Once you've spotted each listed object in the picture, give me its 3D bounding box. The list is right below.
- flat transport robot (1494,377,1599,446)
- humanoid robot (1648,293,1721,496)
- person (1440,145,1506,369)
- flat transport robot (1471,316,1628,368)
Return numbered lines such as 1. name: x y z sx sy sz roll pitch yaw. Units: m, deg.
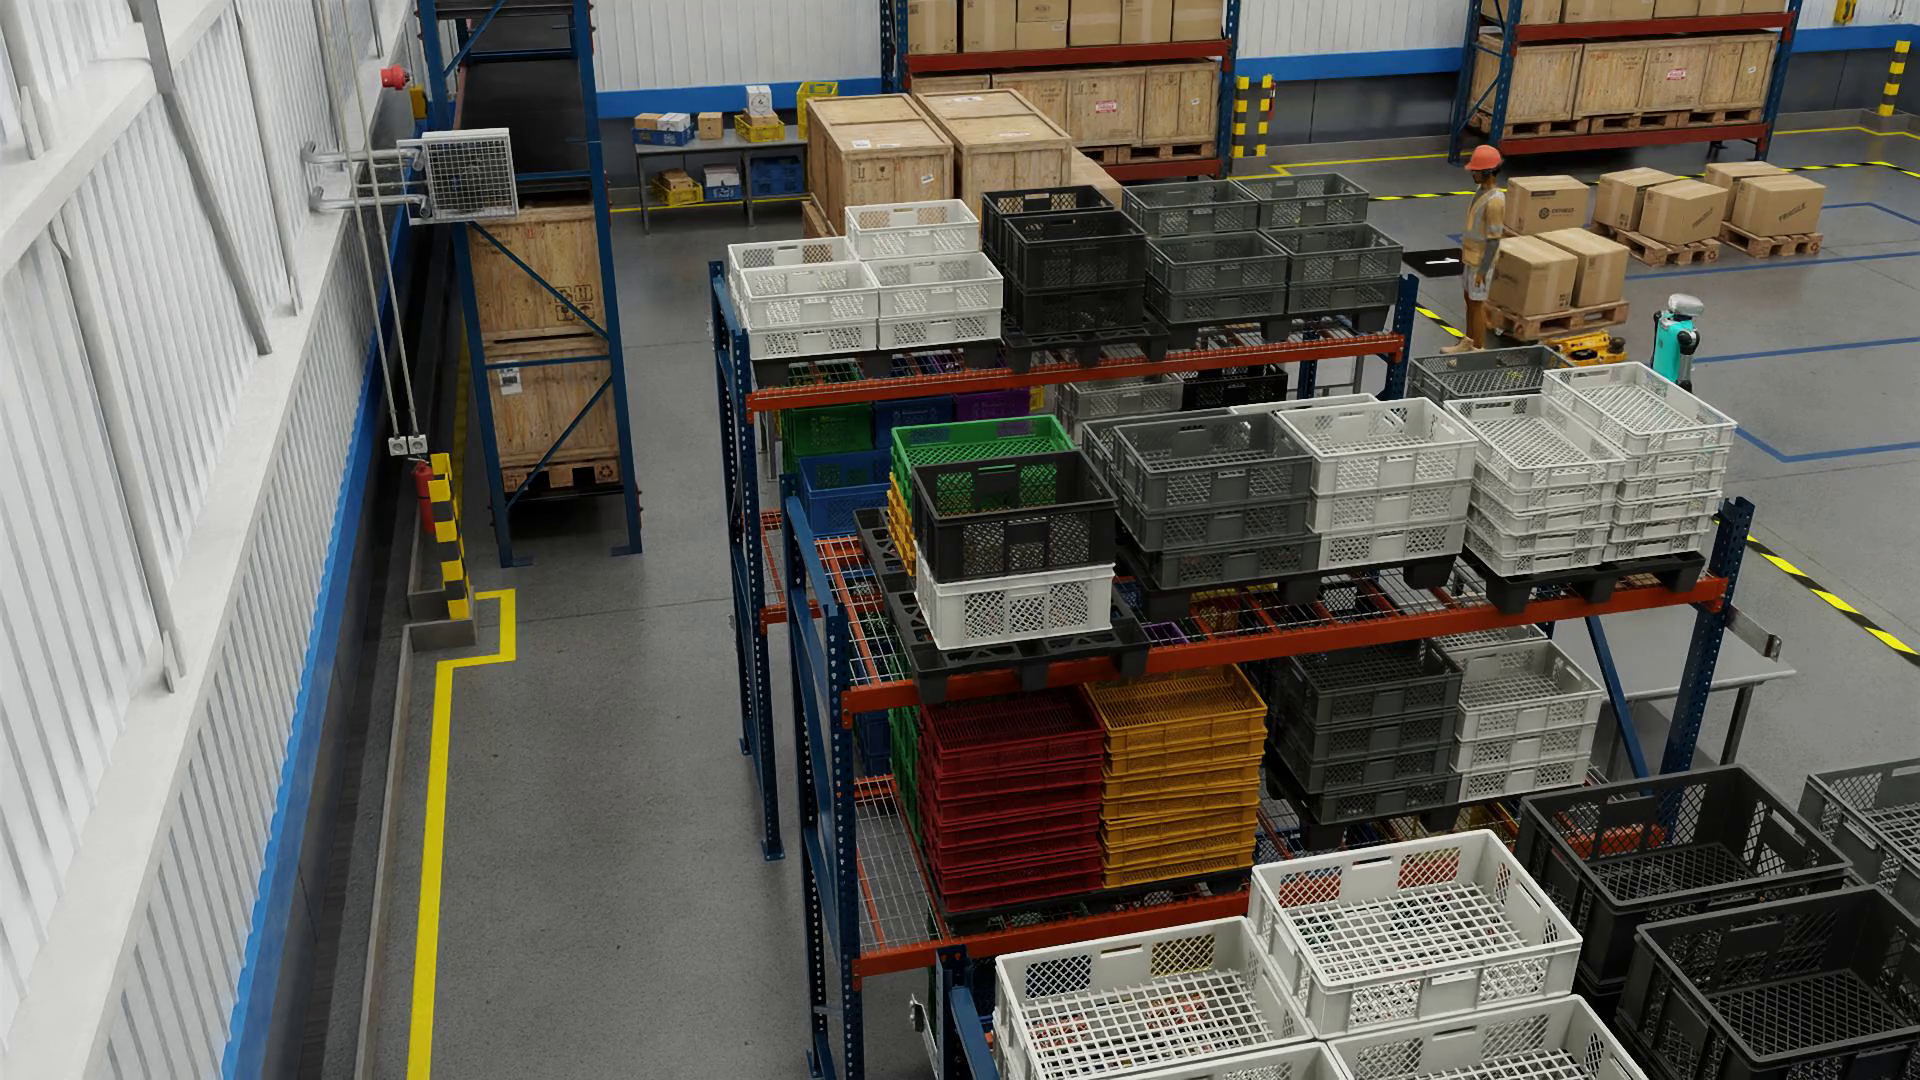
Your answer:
1. flat transport robot: 4.780 -1.036 14.013 0.659 0.231 1.431 -6 28 -12
2. humanoid robot: 5.390 -1.005 12.234 0.735 1.677 0.533 -2 28 -3
3. person: 4.629 -2.532 14.959 0.397 2.033 0.610 2 28 4
4. flat transport robot: 5.587 -1.993 15.798 0.652 0.197 1.431 -12 30 -21
